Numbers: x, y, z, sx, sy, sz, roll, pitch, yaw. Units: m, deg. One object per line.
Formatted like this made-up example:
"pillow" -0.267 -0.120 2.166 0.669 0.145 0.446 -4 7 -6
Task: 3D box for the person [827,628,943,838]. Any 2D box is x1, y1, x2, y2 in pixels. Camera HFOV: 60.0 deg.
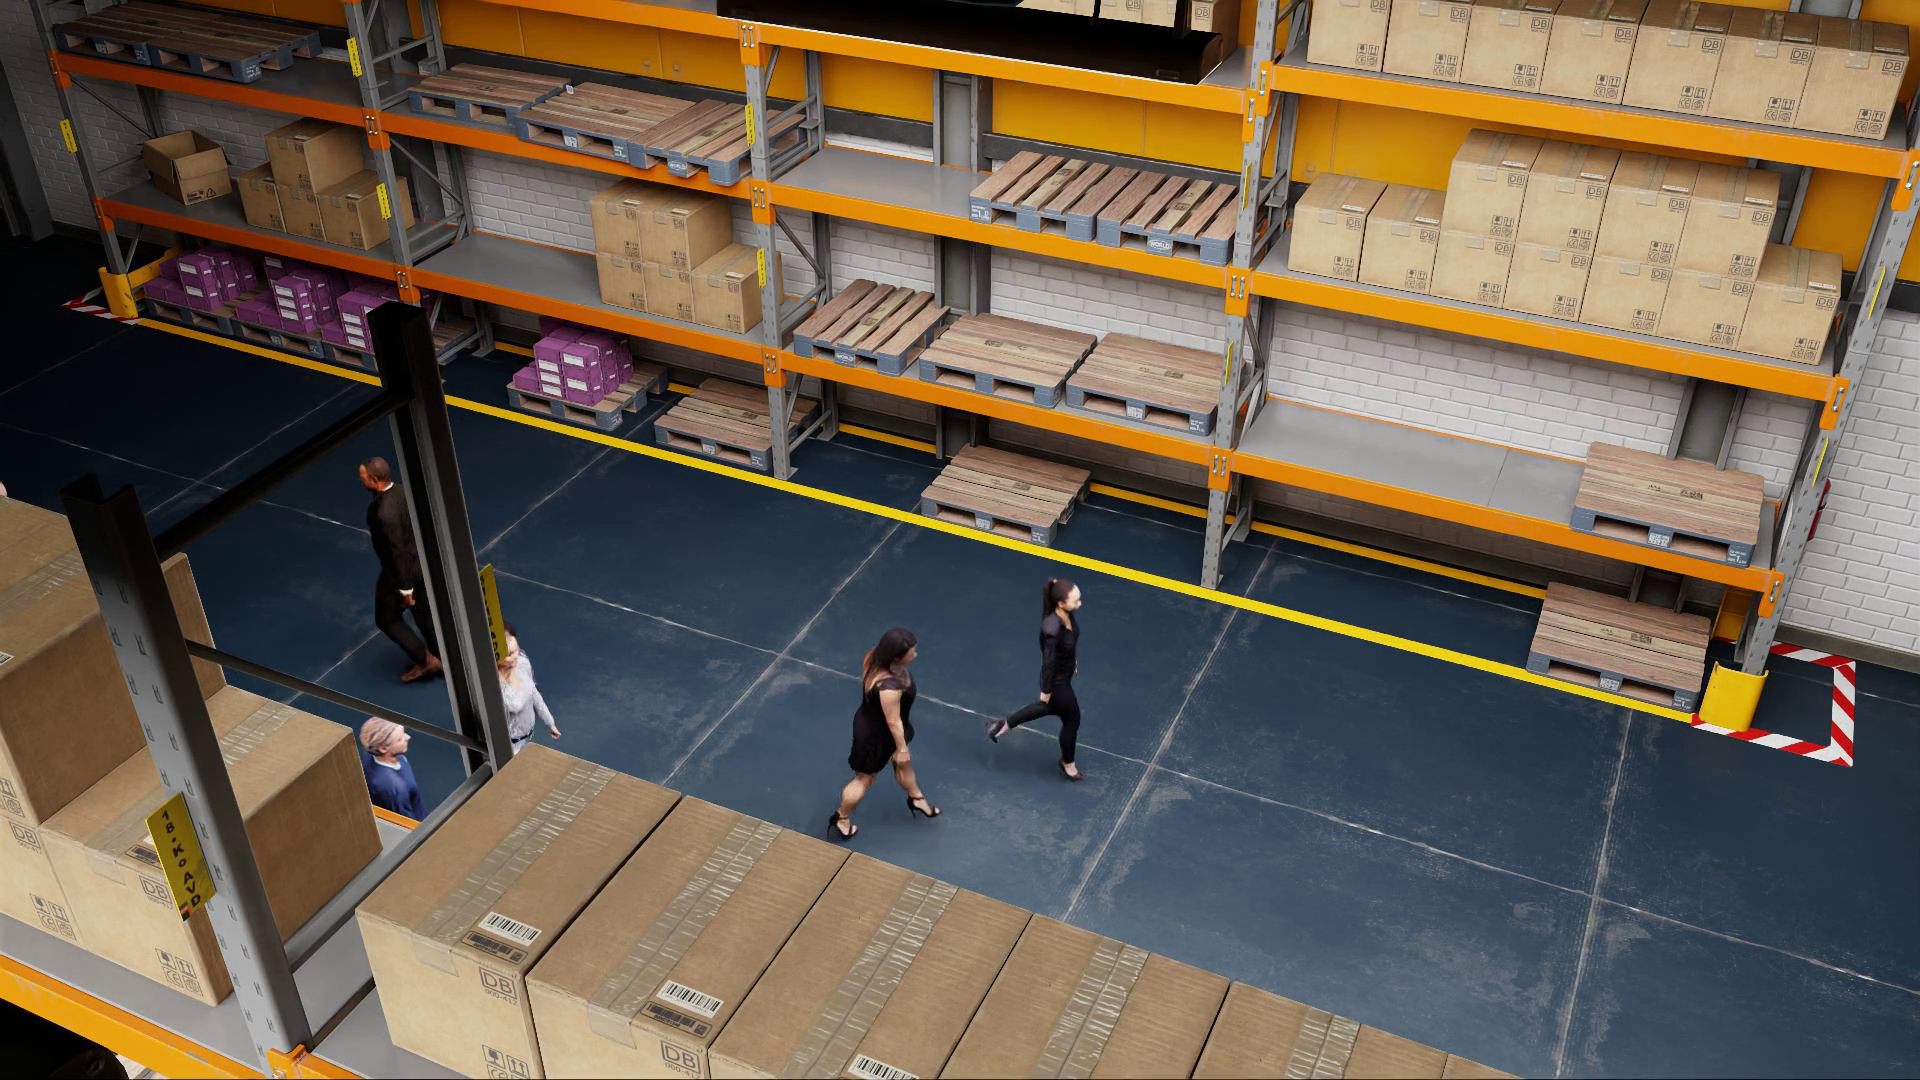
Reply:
"person" -0.603 1.262 10.682 1.124 1.663 0.984 -7 34 -11

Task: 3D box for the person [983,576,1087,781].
"person" 0.577 0.938 11.151 1.013 1.685 0.721 7 34 11

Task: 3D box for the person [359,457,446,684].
"person" -3.920 0.232 12.030 0.793 1.887 0.800 2 34 4

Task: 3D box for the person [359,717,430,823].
"person" -3.253 1.764 9.748 0.793 1.861 0.696 -17 37 -24
